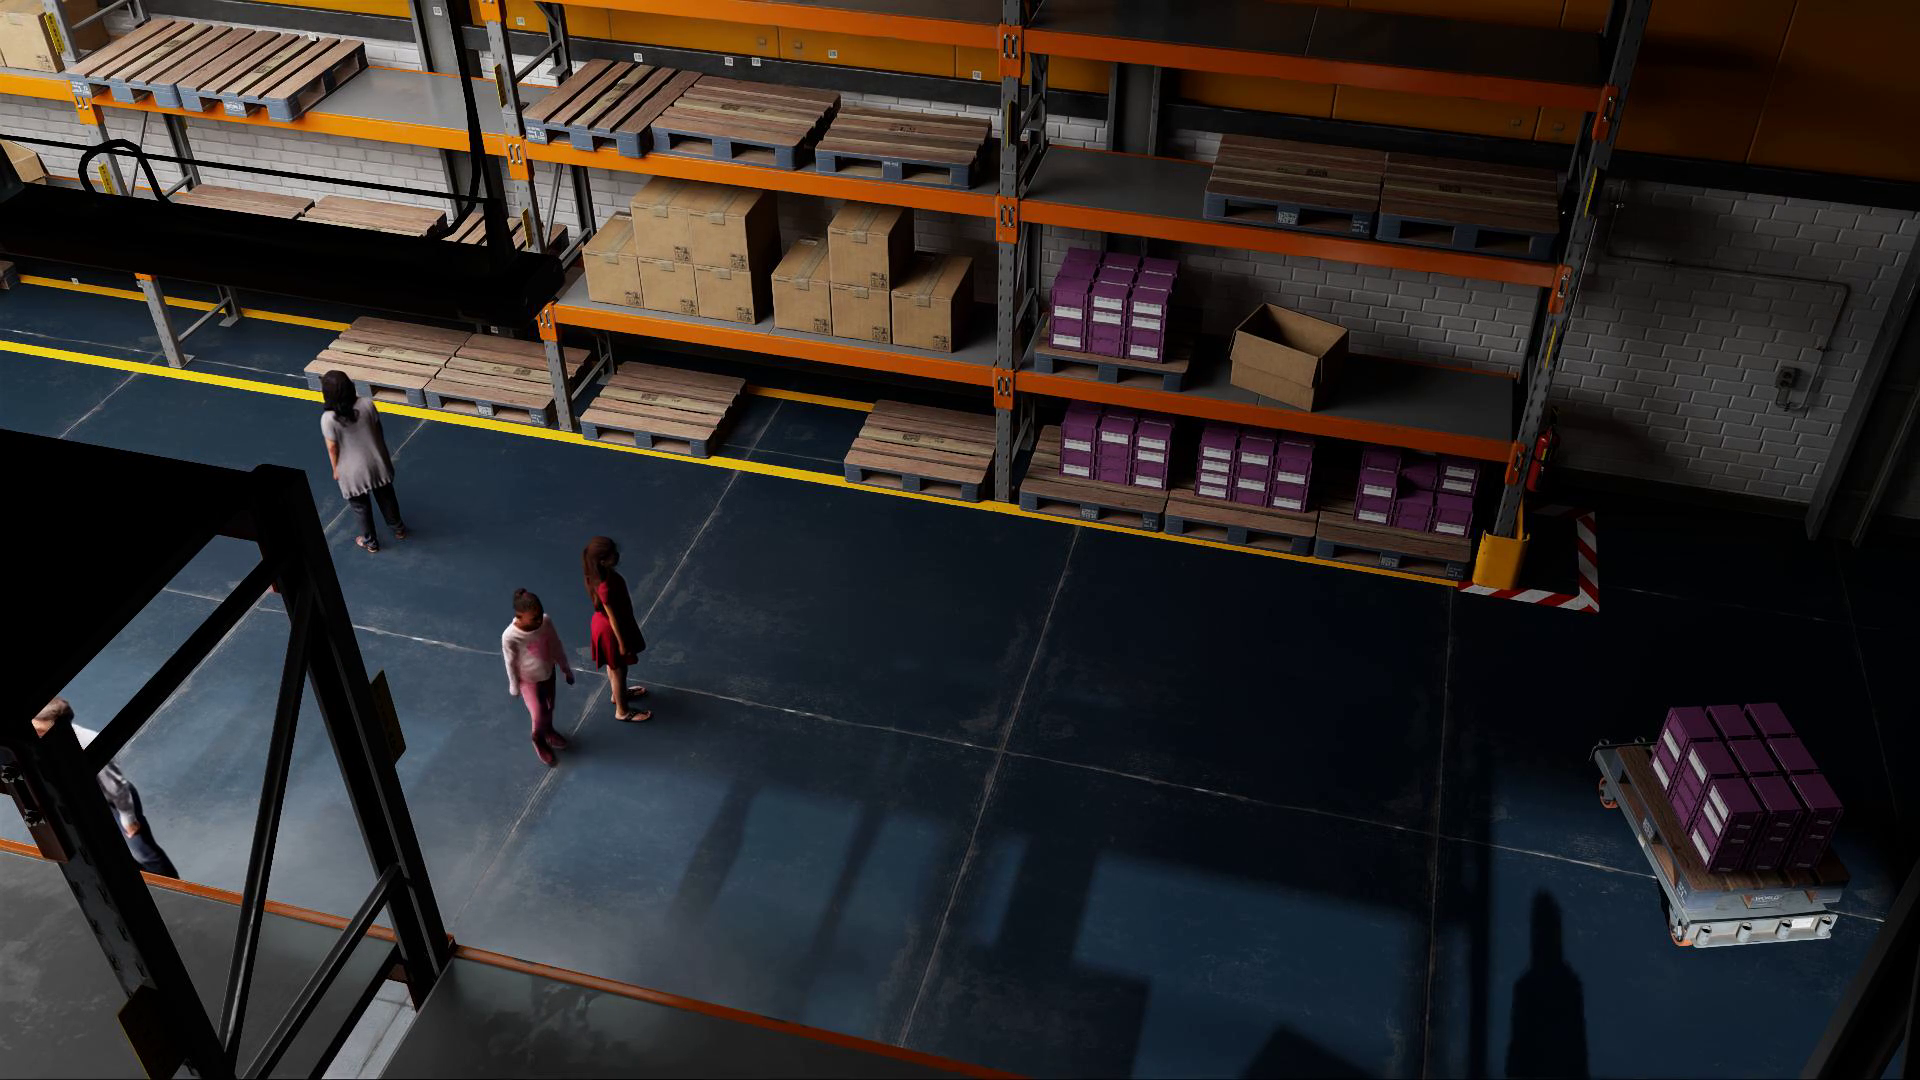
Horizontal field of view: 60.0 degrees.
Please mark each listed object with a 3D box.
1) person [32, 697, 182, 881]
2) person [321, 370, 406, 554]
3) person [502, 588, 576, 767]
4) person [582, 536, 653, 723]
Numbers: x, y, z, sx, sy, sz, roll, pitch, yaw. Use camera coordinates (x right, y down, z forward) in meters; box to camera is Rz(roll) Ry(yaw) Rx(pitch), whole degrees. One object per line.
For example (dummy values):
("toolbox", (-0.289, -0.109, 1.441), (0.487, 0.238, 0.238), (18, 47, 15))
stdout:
("person", (-5.196, 1.602, 10.142), (0.556, 1.813, 0.735), (14, 41, 17))
("person", (-4.726, -0.632, 13.102), (0.759, 1.610, 0.804), (-32, 48, -33))
("person", (-2.946, 0.865, 11.361), (0.664, 1.444, 0.634), (26, 45, 29))
("person", (-2.422, 0.607, 11.595), (0.730, 1.555, 0.669), (-12, 40, -14))
